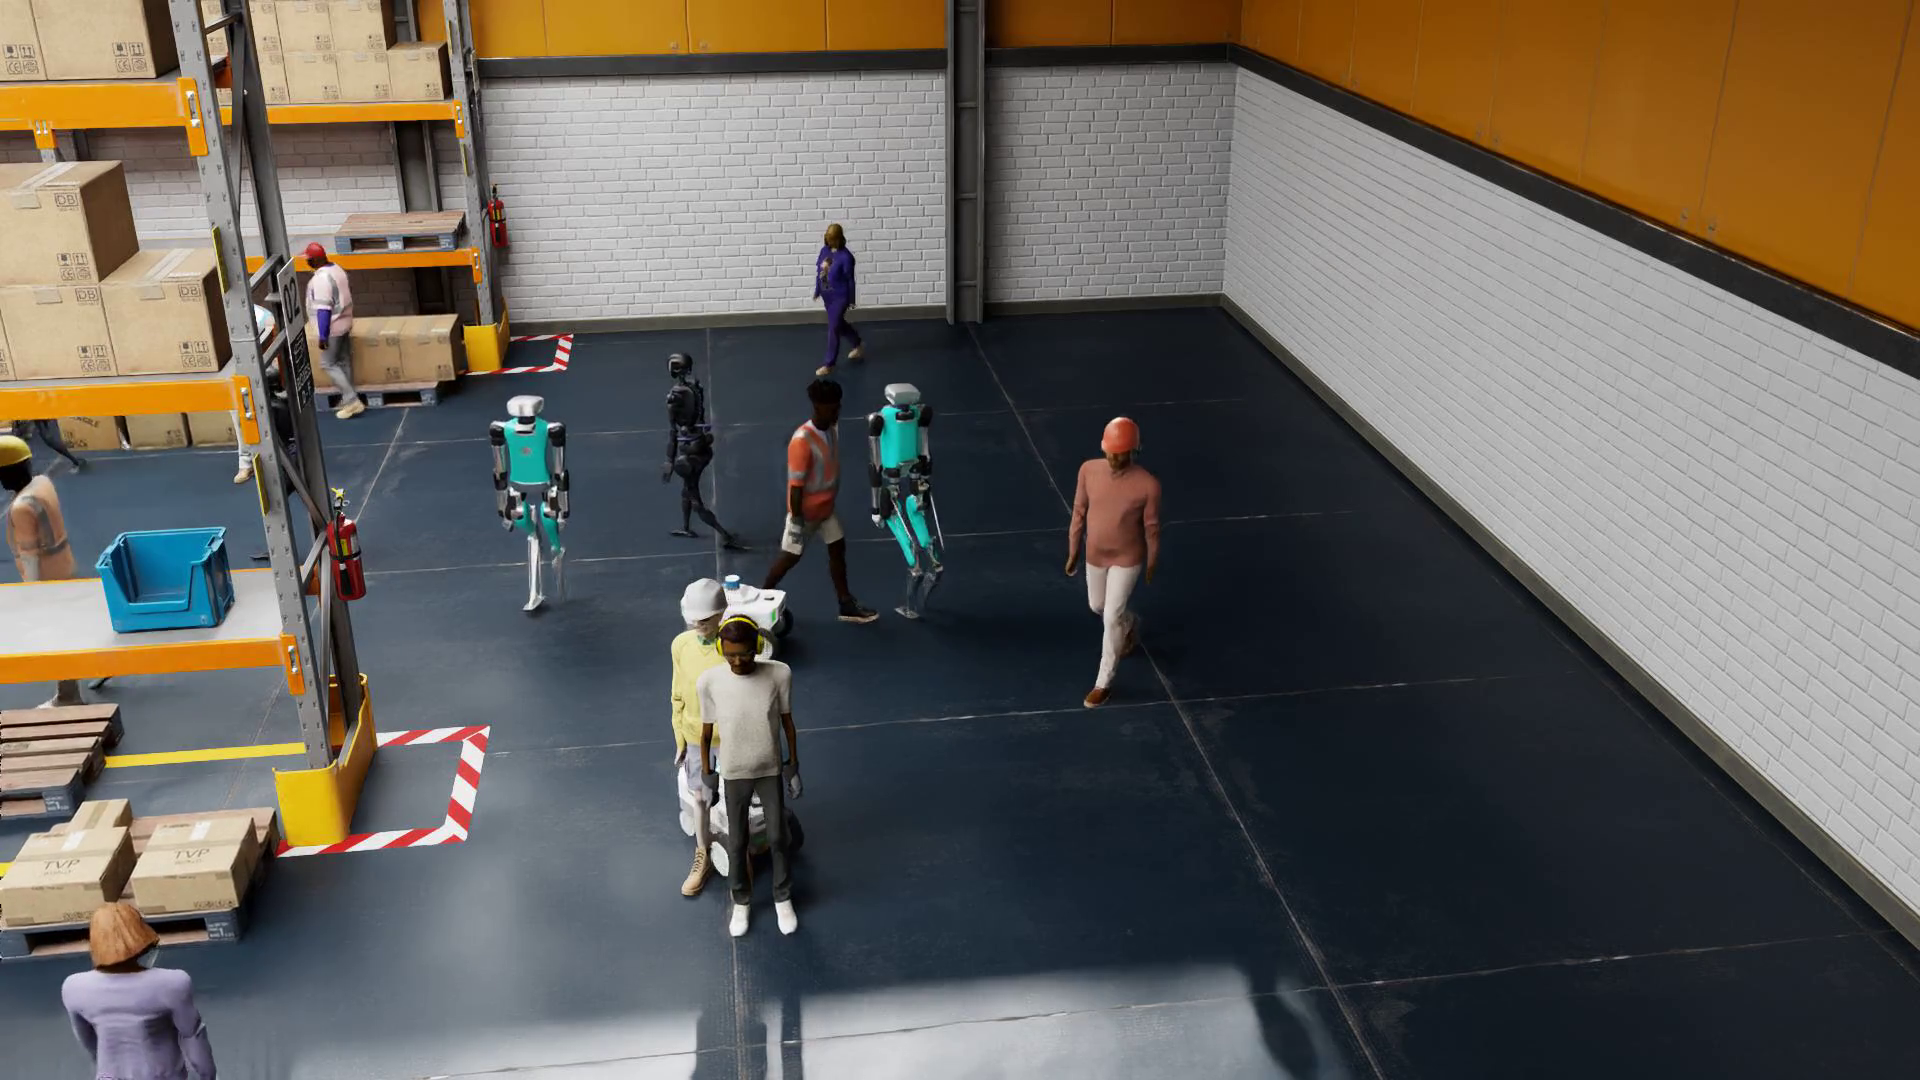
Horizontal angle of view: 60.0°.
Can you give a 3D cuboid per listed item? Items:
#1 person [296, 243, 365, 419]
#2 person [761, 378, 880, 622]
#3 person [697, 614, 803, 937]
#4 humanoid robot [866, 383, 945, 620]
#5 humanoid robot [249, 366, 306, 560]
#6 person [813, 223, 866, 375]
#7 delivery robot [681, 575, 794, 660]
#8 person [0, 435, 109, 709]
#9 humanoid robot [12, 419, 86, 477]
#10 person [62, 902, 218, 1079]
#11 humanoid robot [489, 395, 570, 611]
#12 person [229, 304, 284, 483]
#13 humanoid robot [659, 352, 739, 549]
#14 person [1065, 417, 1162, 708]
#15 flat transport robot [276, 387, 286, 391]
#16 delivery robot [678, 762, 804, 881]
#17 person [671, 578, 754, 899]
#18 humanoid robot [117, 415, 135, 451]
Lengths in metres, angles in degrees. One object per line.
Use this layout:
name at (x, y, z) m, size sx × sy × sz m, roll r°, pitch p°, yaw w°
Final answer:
person at (-6.117, -2.072, 16.298) m, size 0.501 × 1.741 × 0.708 m, roll 2°, pitch 24°, yaw 5°
person at (-1.114, -0.266, 11.960) m, size 0.895 × 1.922 × 0.662 m, roll 7°, pitch 25°, yaw 17°
person at (-1.081, 1.224, 8.639) m, size 0.522 × 1.856 × 0.347 m, roll -4°, pitch 24°, yaw -9°
humanoid robot at (-0.330, -0.209, 12.085) m, size 0.554 × 1.814 × 0.673 m, roll -16°, pitch 29°, yaw -33°
humanoid robot at (-5.303, -0.600, 13.072) m, size 0.789 × 1.619 × 0.584 m, roll 2°, pitch 24°, yaw 5°
person at (-1.275, -2.610, 17.695) m, size 0.458 × 1.595 × 0.790 m, roll 21°, pitch 31°, yaw 39°
delivery robot at (-1.586, 0.541, 11.807) m, size 0.789 × 0.593 × 0.499 m, roll 3°, pitch 24°, yaw 8°
person at (-5.952, 0.223, 10.845) m, size 0.458 × 1.915 × 0.593 m, roll -7°, pitch 25°, yaw -15°
humanoid robot at (-8.251, -1.317, 14.696) m, size 0.609 × 1.671 × 0.639 m, roll 18°, pitch 29°, yaw 35°
person at (-3.271, 2.178, 6.760) m, size 0.525 × 1.605 × 0.579 m, roll -2°, pitch 24°, yaw -5°
humanoid robot at (-3.085, -0.224, 12.222) m, size 0.559 × 1.898 × 0.730 m, roll -2°, pitch 24°, yaw -5°
person at (-6.262, -1.395, 14.619) m, size 0.632 × 1.841 × 0.429 m, roll -1°, pitch 24°, yaw -3°
humanoid robot at (-2.108, -0.710, 13.329) m, size 0.723 × 1.649 × 0.599 m, roll 8°, pitch 25°, yaw 18°
person at (1.066, 0.067, 11.144) m, size 0.601 × 1.967 × 0.904 m, roll 15°, pitch 28°, yaw 31°
flat transport robot at (-7.439, -1.441, 16.680) m, size 1.431 × 0.231 × 0.659 m, roll -3°, pitch 24°, yaw -7°
delivery robot at (-1.295, 1.534, 9.524) m, size 0.499 × 0.577 × 0.757 m, roll -19°, pitch 30°, yaw -37°
person at (-1.318, 1.061, 8.966) m, size 0.471 × 1.892 × 0.385 m, roll 4°, pitch 24°, yaw 9°
humanoid robot at (-7.847, -1.622, 15.367) m, size 0.706 × 1.864 × 0.532 m, roll 13°, pitch 27°, yaw 27°
